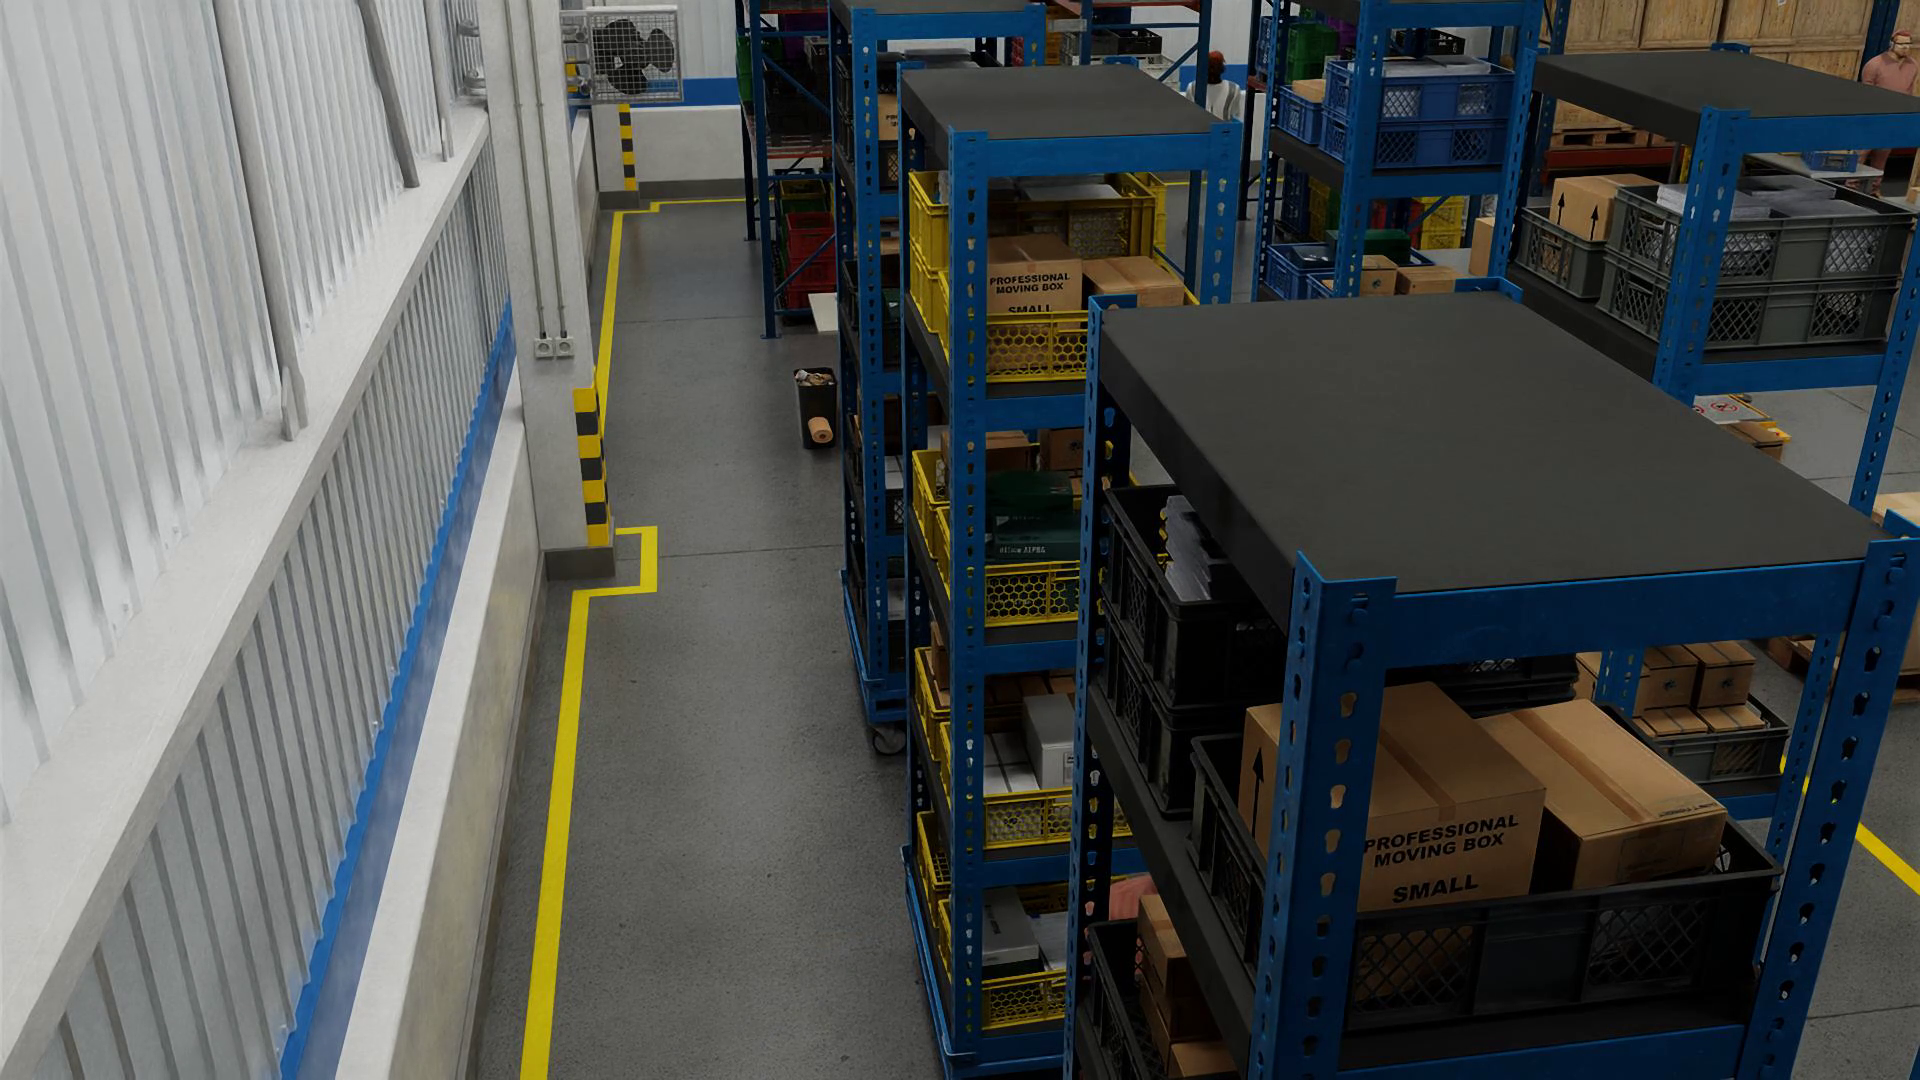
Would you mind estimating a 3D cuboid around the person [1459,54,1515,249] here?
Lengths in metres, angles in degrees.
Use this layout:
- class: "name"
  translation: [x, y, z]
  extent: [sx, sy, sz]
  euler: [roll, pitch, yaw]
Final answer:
- class: "person"
  translation: [5.359, -3.915, 16.797]
  extent: [0.631, 1.939, 0.372]
  euler: [-4, 25, -9]

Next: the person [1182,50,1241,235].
- class: "person"
  translation: [2.599, -4.127, 17.319]
  extent: [0.585, 1.882, 0.337]
  euler: [4, 25, 9]

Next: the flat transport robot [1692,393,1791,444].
- class: "flat transport robot"
  translation: [5.224, -0.859, 12.132]
  extent: [1.431, 0.197, 0.652]
  euler: [-4, 25, -8]

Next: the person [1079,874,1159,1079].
- class: "person"
  translation: [0.609, 1.560, 4.830]
  extent: [0.610, 1.993, 0.380]
  euler: [-4, 25, -9]

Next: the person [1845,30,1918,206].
- class: "person"
  translation: [10.297, -4.702, 18.544]
  extent: [0.642, 1.909, 0.410]
  euler: [-4, 25, -9]
